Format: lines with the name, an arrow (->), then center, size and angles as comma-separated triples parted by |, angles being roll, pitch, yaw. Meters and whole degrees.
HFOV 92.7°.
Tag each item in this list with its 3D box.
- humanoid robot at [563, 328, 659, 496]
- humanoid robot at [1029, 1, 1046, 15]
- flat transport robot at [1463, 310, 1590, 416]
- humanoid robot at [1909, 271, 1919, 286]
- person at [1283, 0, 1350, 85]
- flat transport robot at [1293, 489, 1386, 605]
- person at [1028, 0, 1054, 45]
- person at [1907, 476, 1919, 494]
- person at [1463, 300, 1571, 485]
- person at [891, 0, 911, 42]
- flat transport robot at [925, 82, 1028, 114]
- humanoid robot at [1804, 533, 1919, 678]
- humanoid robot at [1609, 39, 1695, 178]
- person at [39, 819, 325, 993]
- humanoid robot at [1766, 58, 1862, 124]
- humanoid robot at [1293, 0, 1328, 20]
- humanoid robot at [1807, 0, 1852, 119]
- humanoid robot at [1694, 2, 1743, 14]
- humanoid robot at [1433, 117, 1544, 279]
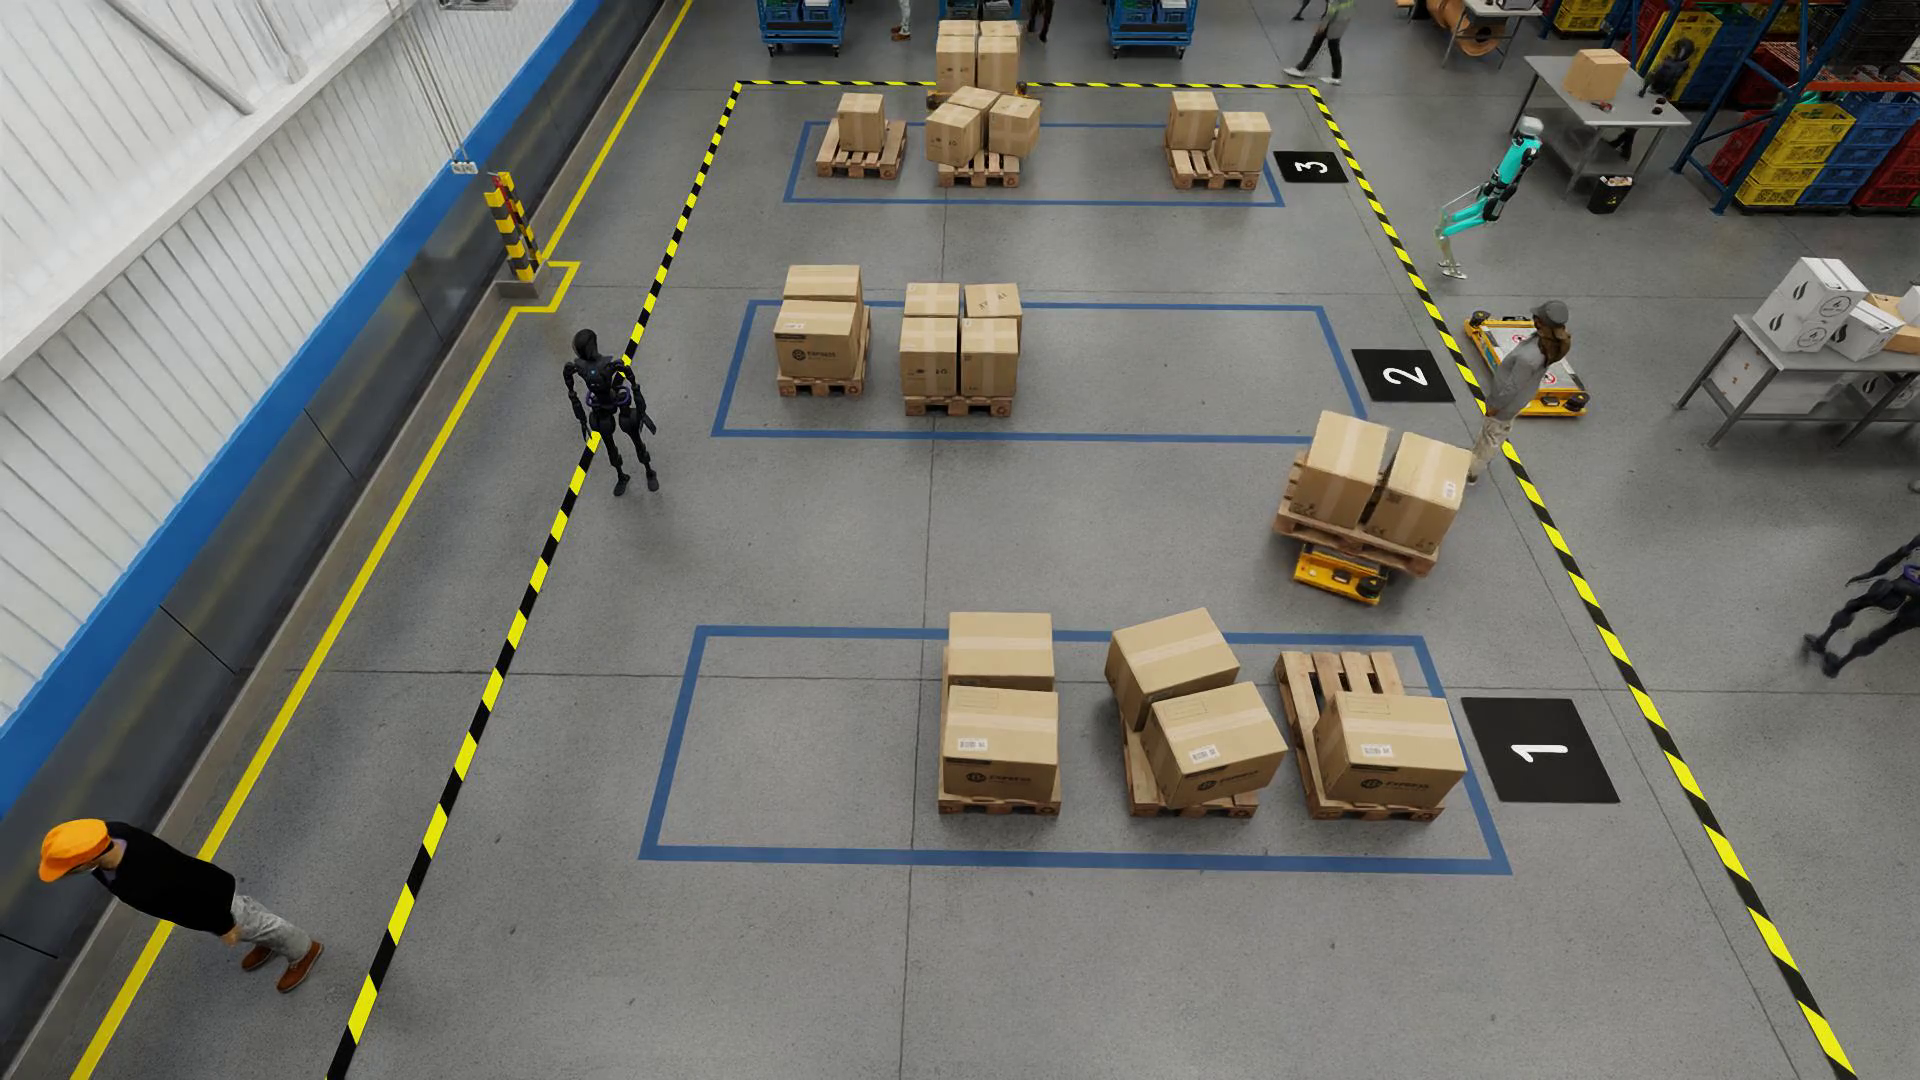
humanoid robot -> -2.819, -1.022, 7.476 | 0.599, 1.657, 0.315 | -6, 49, -5
humanoid robot -> 1.285, -9.364, 14.705 | 0.341, 1.645, 0.584 | -11, 50, -9
flat transport robot -> 5.573, -1.757, 9.054 | 0.659, 0.231, 1.431 | 1, 49, 1
humanoid robot -> 10.567, -3.350, 9.396 | 0.530, 1.691, 0.734 | 4, 49, 4
person -> 5.188, -7.361, 12.897 | 0.907, 1.790, 0.655 | 12, 50, 10
flat transport robot -> 3.261, -0.131, 7.628 | 0.652, 0.197, 1.431 | 19, 52, 16
person -> 1.356, -8.602, 13.895 | 0.710, 1.914, 0.543 | 4, 49, 3
person -> 8.618, -1.019, 7.308 | 0.399, 1.943, 0.604 | -36, 58, -27
person -> 4.553, -1.196, 7.576 | 0.567, 1.766, 0.398 | -36, 58, -27
person -> -0.923, -8.676, 13.939 | 0.373, 1.940, 0.630 | -1, 49, -1
flat transport robot -> 0.240, -6.226, 12.904 | 1.431, 0.197, 0.652 | 1, 49, 1
humanoid robot -> 6.549, 0.366, 6.285 | 0.606, 1.641, 0.379 | 34, 57, 26
humanoid robot -> 8.392, -5.242, 11.168 | 0.606, 1.628, 0.771 | -15, 51, -13
person -> -4.022, 1.914, 4.812 | 0.585, 1.879, 0.384 | 22, 53, 18
humanoid robot -> 10.589, -5.673, 11.383 | 0.735, 1.677, 0.533 | 7, 50, 6
humanoid robot -> 5.846, -9.166, 14.581 | 0.800, 1.636, 0.583 | -25, 54, -20
humanoid robot -> 11.336, -6.112, 11.761 | 0.735, 1.681, 0.533 | 16, 51, 13
humanoid robot -> 11.089, -8.007, 13.513 | 0.988, 1.763, 0.534 | 1, 49, 1
humanoid robot -> 5.366, -3.556, 9.554 | 0.735, 1.672, 0.533 | 8, 50, 7
